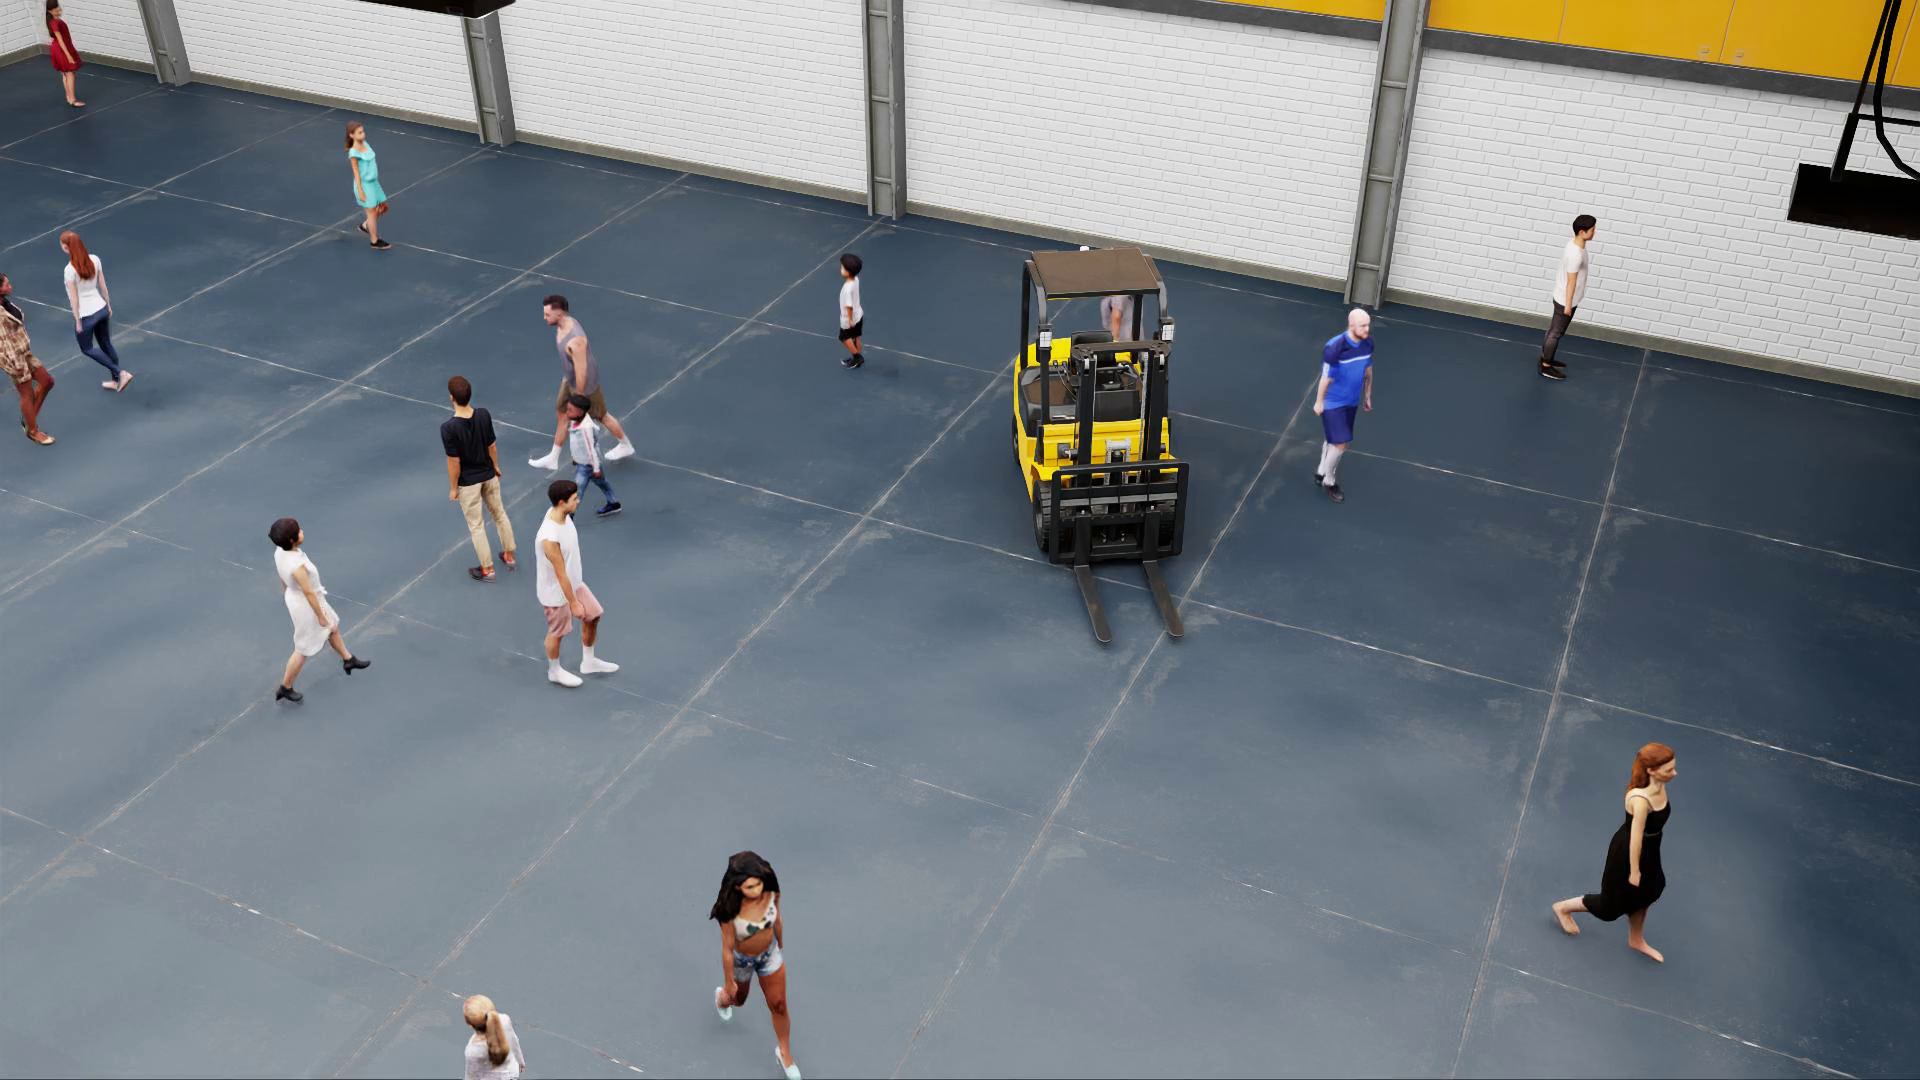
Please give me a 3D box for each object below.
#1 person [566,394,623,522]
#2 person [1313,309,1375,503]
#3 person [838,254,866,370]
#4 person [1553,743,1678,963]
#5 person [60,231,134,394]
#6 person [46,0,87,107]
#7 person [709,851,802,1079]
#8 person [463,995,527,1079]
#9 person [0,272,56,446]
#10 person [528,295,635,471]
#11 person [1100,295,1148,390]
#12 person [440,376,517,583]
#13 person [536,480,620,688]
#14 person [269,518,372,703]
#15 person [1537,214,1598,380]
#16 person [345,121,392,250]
[{"bbox_3d":[-3.209,-0.719,14.589,0.897,1.229,0.848,-12,36,-18],"label":"person"},{"bbox_3d":[3.341,-1.273,14.885,0.834,1.825,0.881,-19,38,-26],"label":"person"},{"bbox_3d":[-1.053,-2.322,16.981,0.515,1.252,0.503,11,35,16],"label":"person"},{"bbox_3d":[4.097,1.914,10.289,0.998,1.605,0.764,27,42,35],"label":"person"},{"bbox_3d":[-8.468,-2.196,16.362,0.761,1.728,0.619,12,35,17],"label":"person"},{"bbox_3d":[-12.836,-6.979,23.734,0.903,1.533,0.815,-22,40,-30],"label":"person"},{"bbox_3d":[-1.232,2.395,9.573,0.868,1.598,1.072,-21,39,-29],"label":"person"},{"bbox_3d":[-2.458,2.953,9.027,0.523,1.273,0.519,18,38,25],"label":"person"},{"bbox_3d":[-8.884,-1.662,15.515,0.783,1.775,0.733,-7,34,-10],"label":"person"},{"bbox_3d":[-3.339,-1.418,15.049,1.231,1.768,1.245,-14,36,-21],"label":"person"},{"bbox_3d":[1.644,-1.990,16.178,1.004,1.588,0.755,23,40,31],"label":"person"},{"bbox_3d":[-3.983,-0.504,13.699,0.624,1.857,0.692,24,41,32],"label":"person"},{"bbox_3d":[-3.083,0.347,12.515,0.839,1.750,0.774,7,34,10],"label":"person"},{"bbox_3d":[-4.945,0.556,12.410,0.883,1.518,1.006,-26,41,-33],"label":"person"},{"bbox_3d":[6.133,-2.485,16.803,0.557,1.721,0.647,10,35,15],"label":"person"},{"bbox_3d":[-7.005,-4.156,19.471,0.721,1.549,0.631,6,34,9],"label":"person"}]
